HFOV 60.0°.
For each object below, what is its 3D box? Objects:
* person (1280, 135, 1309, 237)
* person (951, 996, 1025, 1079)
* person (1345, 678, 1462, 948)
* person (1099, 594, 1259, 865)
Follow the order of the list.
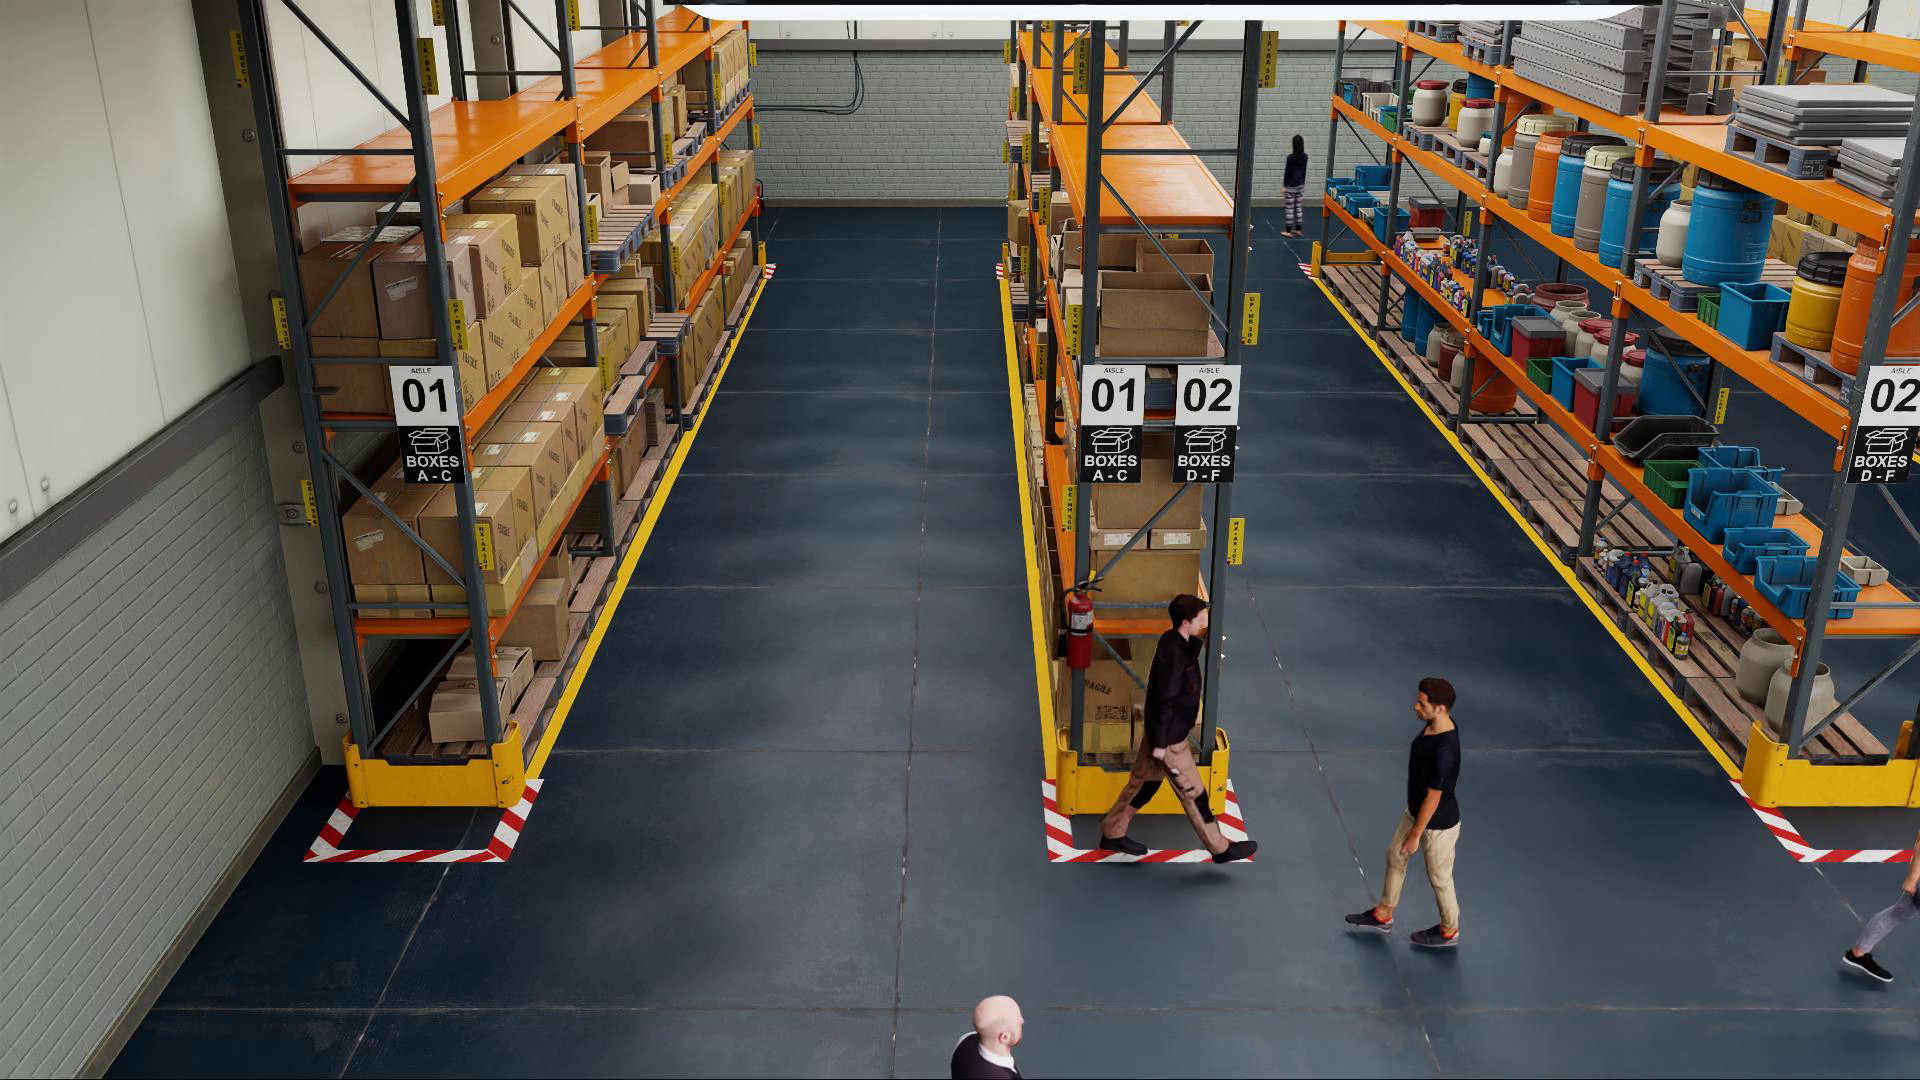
[{"bbox_3d":[5.854,-6.199,29.061,0.684,1.733,0.674,-11,25,-25],"label":"person"},{"bbox_3d":[0.122,2.725,7.121,0.833,1.824,0.693,-9,24,-21],"label":"person"},{"bbox_3d":[2.874,1.641,9.773,0.767,1.823,0.848,3,22,6],"label":"person"},{"bbox_3d":[1.247,1.250,10.681,0.872,1.860,1.223,3,22,8],"label":"person"}]
